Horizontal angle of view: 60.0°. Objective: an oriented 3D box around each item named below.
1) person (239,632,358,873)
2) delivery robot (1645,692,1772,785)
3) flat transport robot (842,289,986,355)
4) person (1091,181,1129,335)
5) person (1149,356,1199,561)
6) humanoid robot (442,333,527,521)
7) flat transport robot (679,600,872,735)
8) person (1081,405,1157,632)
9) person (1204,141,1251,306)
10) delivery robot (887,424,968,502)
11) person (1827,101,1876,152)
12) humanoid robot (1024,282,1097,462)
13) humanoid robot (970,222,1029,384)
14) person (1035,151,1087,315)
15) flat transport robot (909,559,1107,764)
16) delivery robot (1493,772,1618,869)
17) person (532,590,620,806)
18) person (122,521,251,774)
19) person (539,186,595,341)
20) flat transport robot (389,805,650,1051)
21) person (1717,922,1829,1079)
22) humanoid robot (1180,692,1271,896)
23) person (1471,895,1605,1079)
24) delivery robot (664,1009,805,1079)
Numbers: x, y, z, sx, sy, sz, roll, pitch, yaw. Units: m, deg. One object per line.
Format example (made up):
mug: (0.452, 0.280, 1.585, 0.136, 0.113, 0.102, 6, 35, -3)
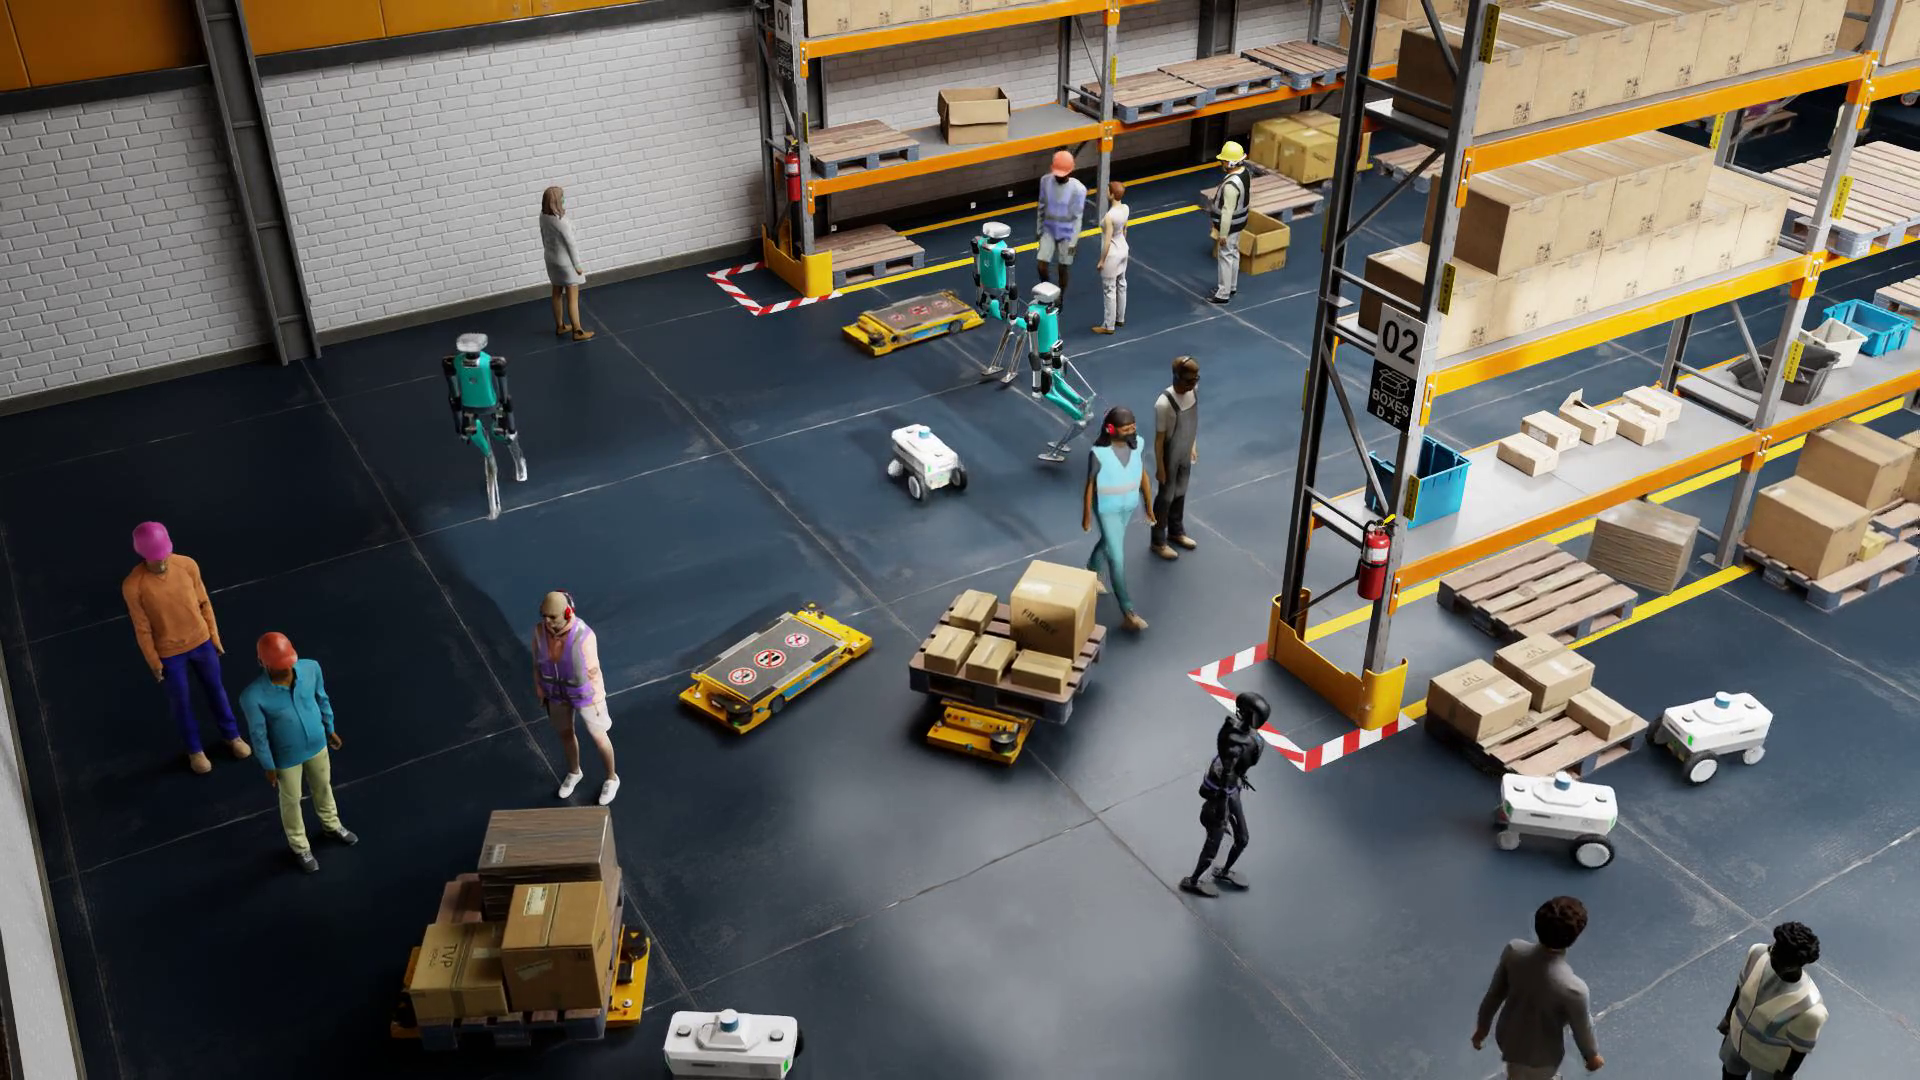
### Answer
person: (-4.202, 1.311, 10.594, 0.337, 1.752, 0.563, 22, 38, 30)
delivery robot: (5.275, 1.346, 11.683, 0.809, 0.611, 0.499, -9, 33, -14)
flat transport robot: (-0.492, -2.339, 17.814, 1.431, 0.231, 0.659, -21, 38, -29)
person: (1.605, -2.982, 17.527, 0.285, 1.661, 0.442, 20, 37, 29)
person: (1.777, -0.688, 13.711, 0.352, 1.836, 0.514, 25, 40, 34)
humanoid robot: (-4.062, -1.121, 14.500, 0.548, 1.766, 0.965, 0, 32, 0)
flat transport robot: (-1.380, 0.944, 12.578, 0.659, 0.231, 1.431, 23, 39, 32)
person: (1.234, -0.224, 12.994, 0.516, 1.825, 0.946, -19, 37, -27)
person: (2.922, -3.448, 18.124, 0.403, 1.825, 0.591, 13, 34, 19)
delivery robot: (-0.317, -0.725, 14.967, 0.525, 0.590, 0.762, -18, 36, -26)
person: (10.691, -4.690, 20.079, 0.562, 1.846, 0.391, -17, 36, -25)
humanoid robot: (0.950, -1.469, 14.919, 0.735, 1.677, 0.533, 16, 35, 24)
humanoid robot: (0.486, -2.385, 16.379, 0.533, 1.677, 0.735, 27, 41, 36)
person: (1.045, -3.251, 17.734, 0.584, 1.901, 0.500, 13, 35, 20)
flat transport robot: (0.325, 1.103, 12.325, 0.659, 0.231, 1.431, 12, 34, 18)
delivery robot: (3.938, 1.797, 10.958, 0.808, 0.604, 0.499, 6, 33, 10)
person: (-2.581, 1.041, 11.091, 0.486, 1.685, 0.355, 8, 33, 12)
person: (-5.305, 0.717, 11.342, 0.511, 1.975, 0.406, -27, 41, -36)
person: (-4.139, -2.900, 17.397, 0.483, 1.660, 0.337, 22, 38, 31)
flat transport robot: (-2.601, 2.622, 9.902, 1.431, 0.231, 0.659, -2, 32, -3)
person: (4.129, 2.613, 8.575, 0.320, 1.693, 0.532, -8, 33, -13)
humanoid robot: (1.642, 1.561, 10.275, 0.436, 1.631, 0.615, 13, 34, 20)
person: (2.983, 2.549, 8.539, 1.004, 1.842, 0.548, -19, 37, -27)
delivery robot: (-1.267, 2.853, 9.256, 0.772, 0.586, 0.499, 2, 32, 3)
